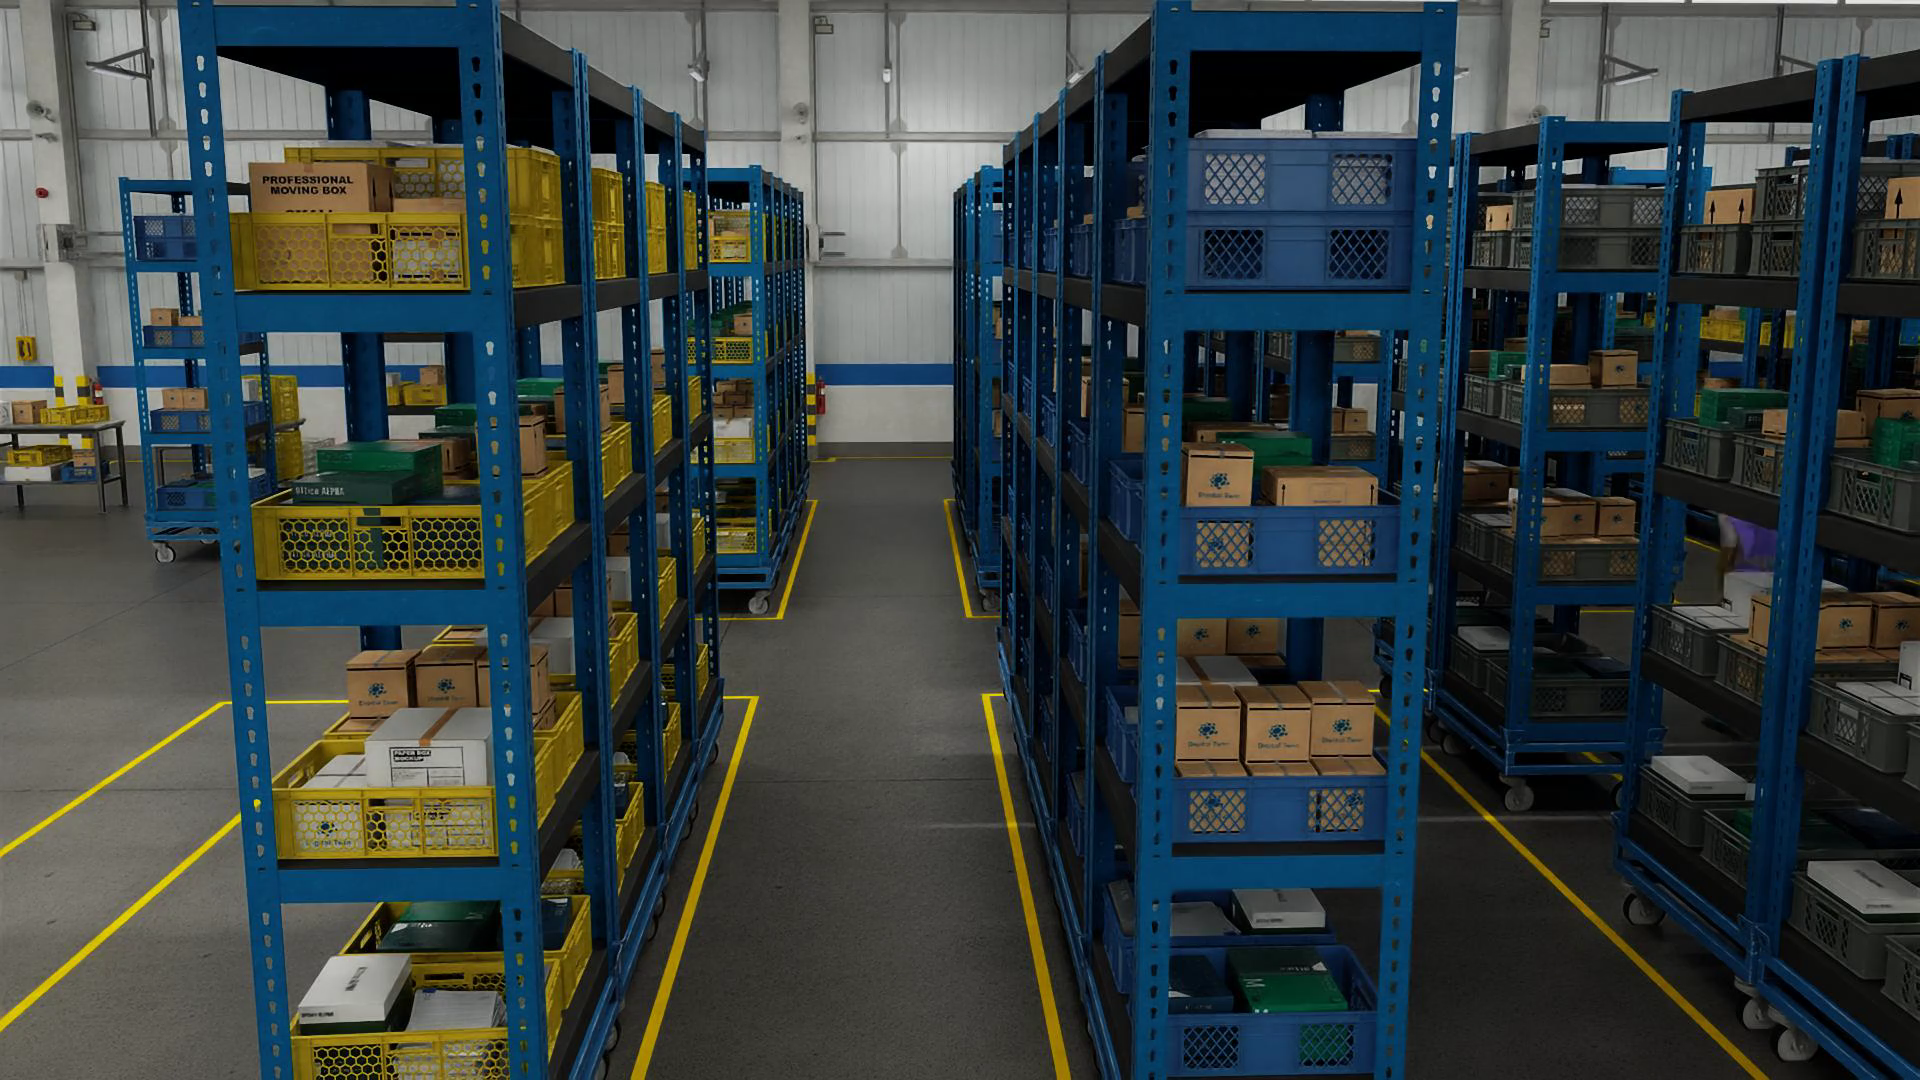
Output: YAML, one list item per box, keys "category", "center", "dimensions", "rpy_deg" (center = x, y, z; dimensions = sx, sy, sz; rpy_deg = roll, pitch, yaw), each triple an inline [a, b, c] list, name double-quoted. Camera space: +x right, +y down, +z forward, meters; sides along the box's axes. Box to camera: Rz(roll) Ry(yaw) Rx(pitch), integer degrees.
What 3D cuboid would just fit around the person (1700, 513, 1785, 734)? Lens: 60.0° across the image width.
- category: "person"
  center: [4.782, 0.336, 9.903]
  dimensions: [0.575, 1.820, 0.800]
  rpy_deg: [0, 10, -1]
